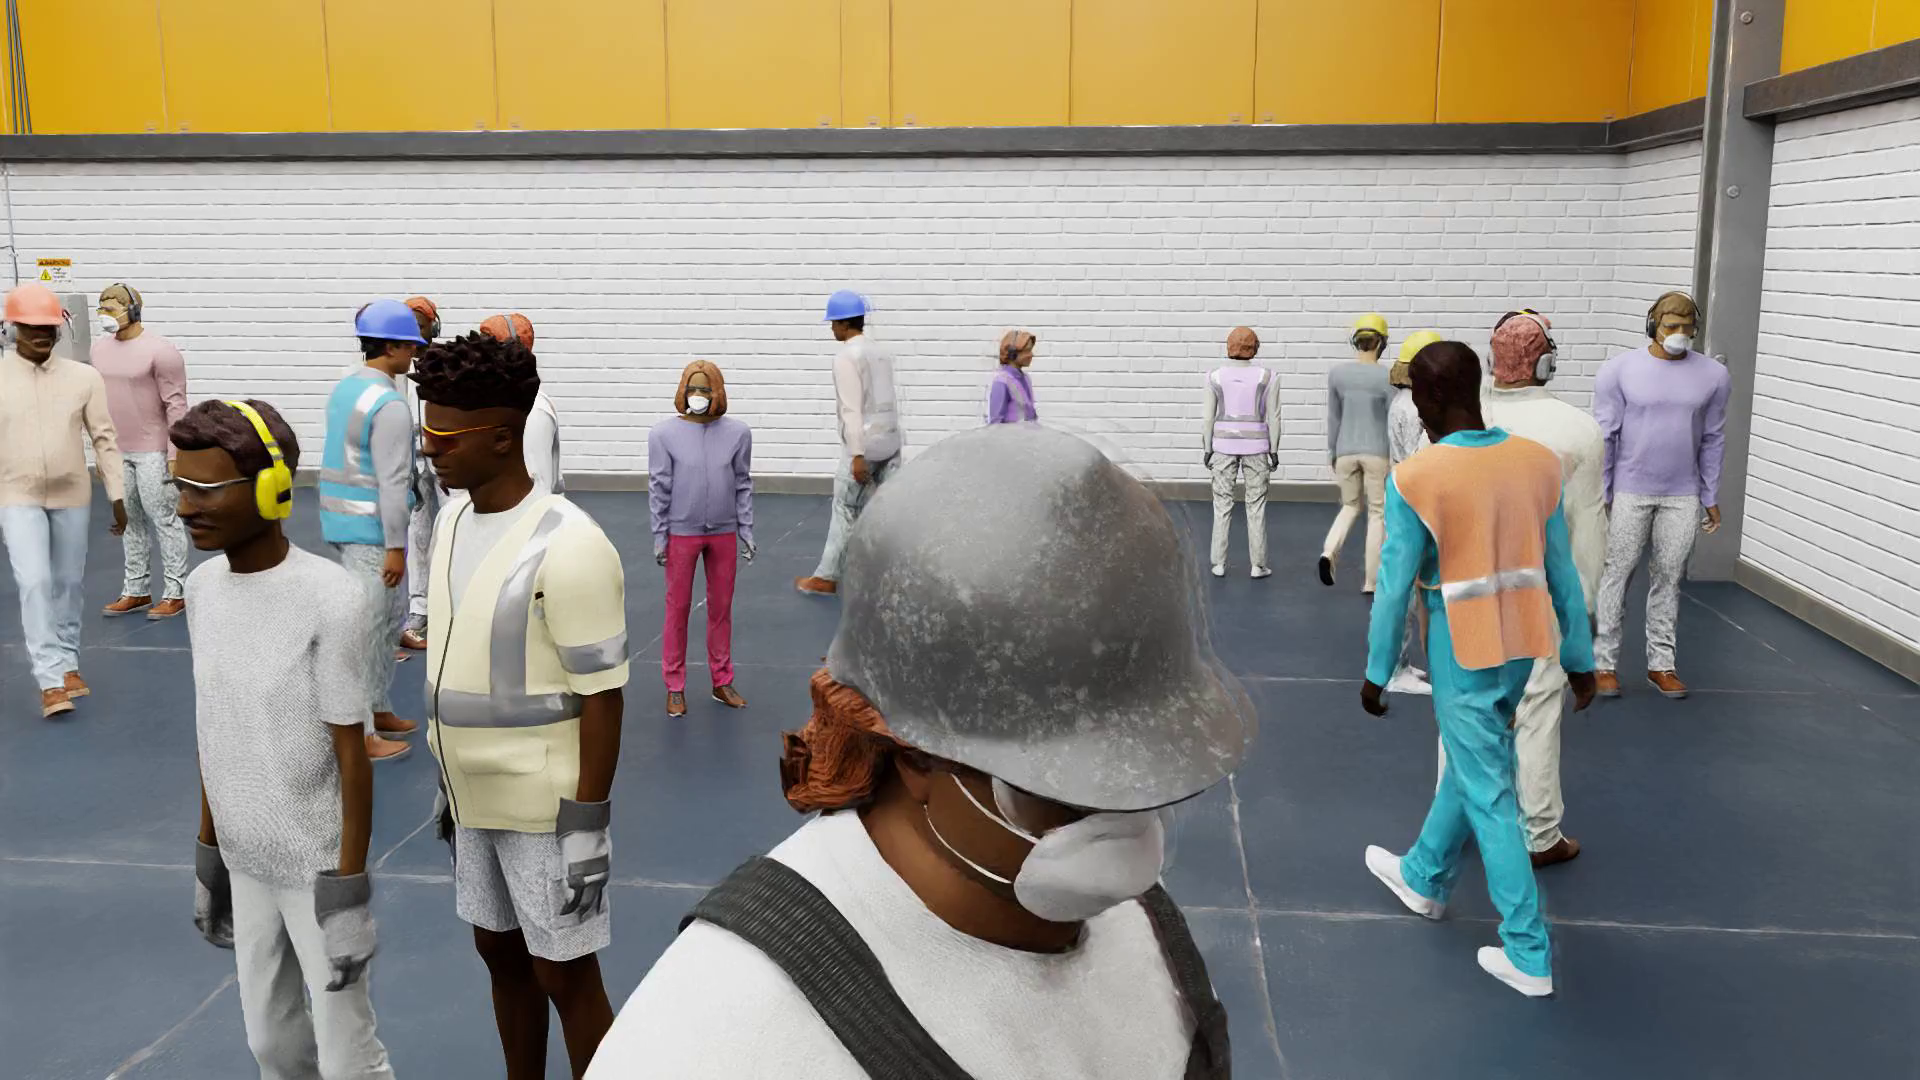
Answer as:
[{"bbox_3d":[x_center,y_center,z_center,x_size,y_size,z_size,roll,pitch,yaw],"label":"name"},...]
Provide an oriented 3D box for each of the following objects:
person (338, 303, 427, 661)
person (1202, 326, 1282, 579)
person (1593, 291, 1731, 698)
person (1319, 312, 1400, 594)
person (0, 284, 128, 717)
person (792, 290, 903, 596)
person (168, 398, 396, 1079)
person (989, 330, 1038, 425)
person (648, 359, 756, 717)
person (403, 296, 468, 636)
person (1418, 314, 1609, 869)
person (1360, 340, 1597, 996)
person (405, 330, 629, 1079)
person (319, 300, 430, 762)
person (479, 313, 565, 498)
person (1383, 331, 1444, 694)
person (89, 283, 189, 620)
[{"bbox_3d":[-2.986,-0.301,8.654,0.334,1.865,0.501,3,10,17],"label":"person"},{"bbox_3d":[1.816,-0.558,10.756,0.511,1.640,0.309,3,10,17],"label":"person"},{"bbox_3d":[3.306,-0.208,7.904,0.627,1.938,0.376,1,10,4],"label":"person"},{"bbox_3d":[2.469,-0.521,10.219,0.542,1.746,0.482,8,13,40],"label":"person"},{"bbox_3d":[-4.164,-0.178,7.657,0.641,1.957,0.886,-9,14,-43],"label":"person"},{"bbox_3d":[-0.572,-0.565,10.144,0.852,1.887,0.643,5,11,27],"label":"person"},{"bbox_3d":[-1.308,0.648,3.244,0.499,1.860,0.340,6,11,29],"label":"person"},{"bbox_3d":[0.369,-0.518,10.594,0.504,1.621,0.518,3,10,16],"label":"person"},{"bbox_3d":[-1.179,-0.014,7.659,0.501,1.631,0.285,-5,11,-27],"label":"person"},{"bbox_3d":[-2.912,-0.390,9.137,0.568,1.876,0.349,0,10,-1],"label":"person"},{"bbox_3d":[1.914,0.177,5.783,0.642,1.910,0.401,8,13,38],"label":"person"},{"bbox_3d":[1.492,0.341,4.978,0.665,1.855,0.962,-5,11,-25],"label":"person"},{"bbox_3d":[-0.951,0.535,3.567,0.613,1.962,0.364,9,14,43],"label":"person"},{"bbox_3d":[-2.439,-0.036,6.990,0.525,1.919,0.638,-8,13,-37],"label":"person"},{"bbox_3d":[-1.767,0.029,6.727,0.352,1.879,0.578,-5,11,-25],"label":"person"},{"bbox_3d":[2.199,-0.137,8.049,0.305,1.743,0.494,1,10,6],"label":"person"},{"bbox_3d":[-4.729,-0.503,9.583,0.635,1.937,0.352,3,10,18],"label":"person"}]
